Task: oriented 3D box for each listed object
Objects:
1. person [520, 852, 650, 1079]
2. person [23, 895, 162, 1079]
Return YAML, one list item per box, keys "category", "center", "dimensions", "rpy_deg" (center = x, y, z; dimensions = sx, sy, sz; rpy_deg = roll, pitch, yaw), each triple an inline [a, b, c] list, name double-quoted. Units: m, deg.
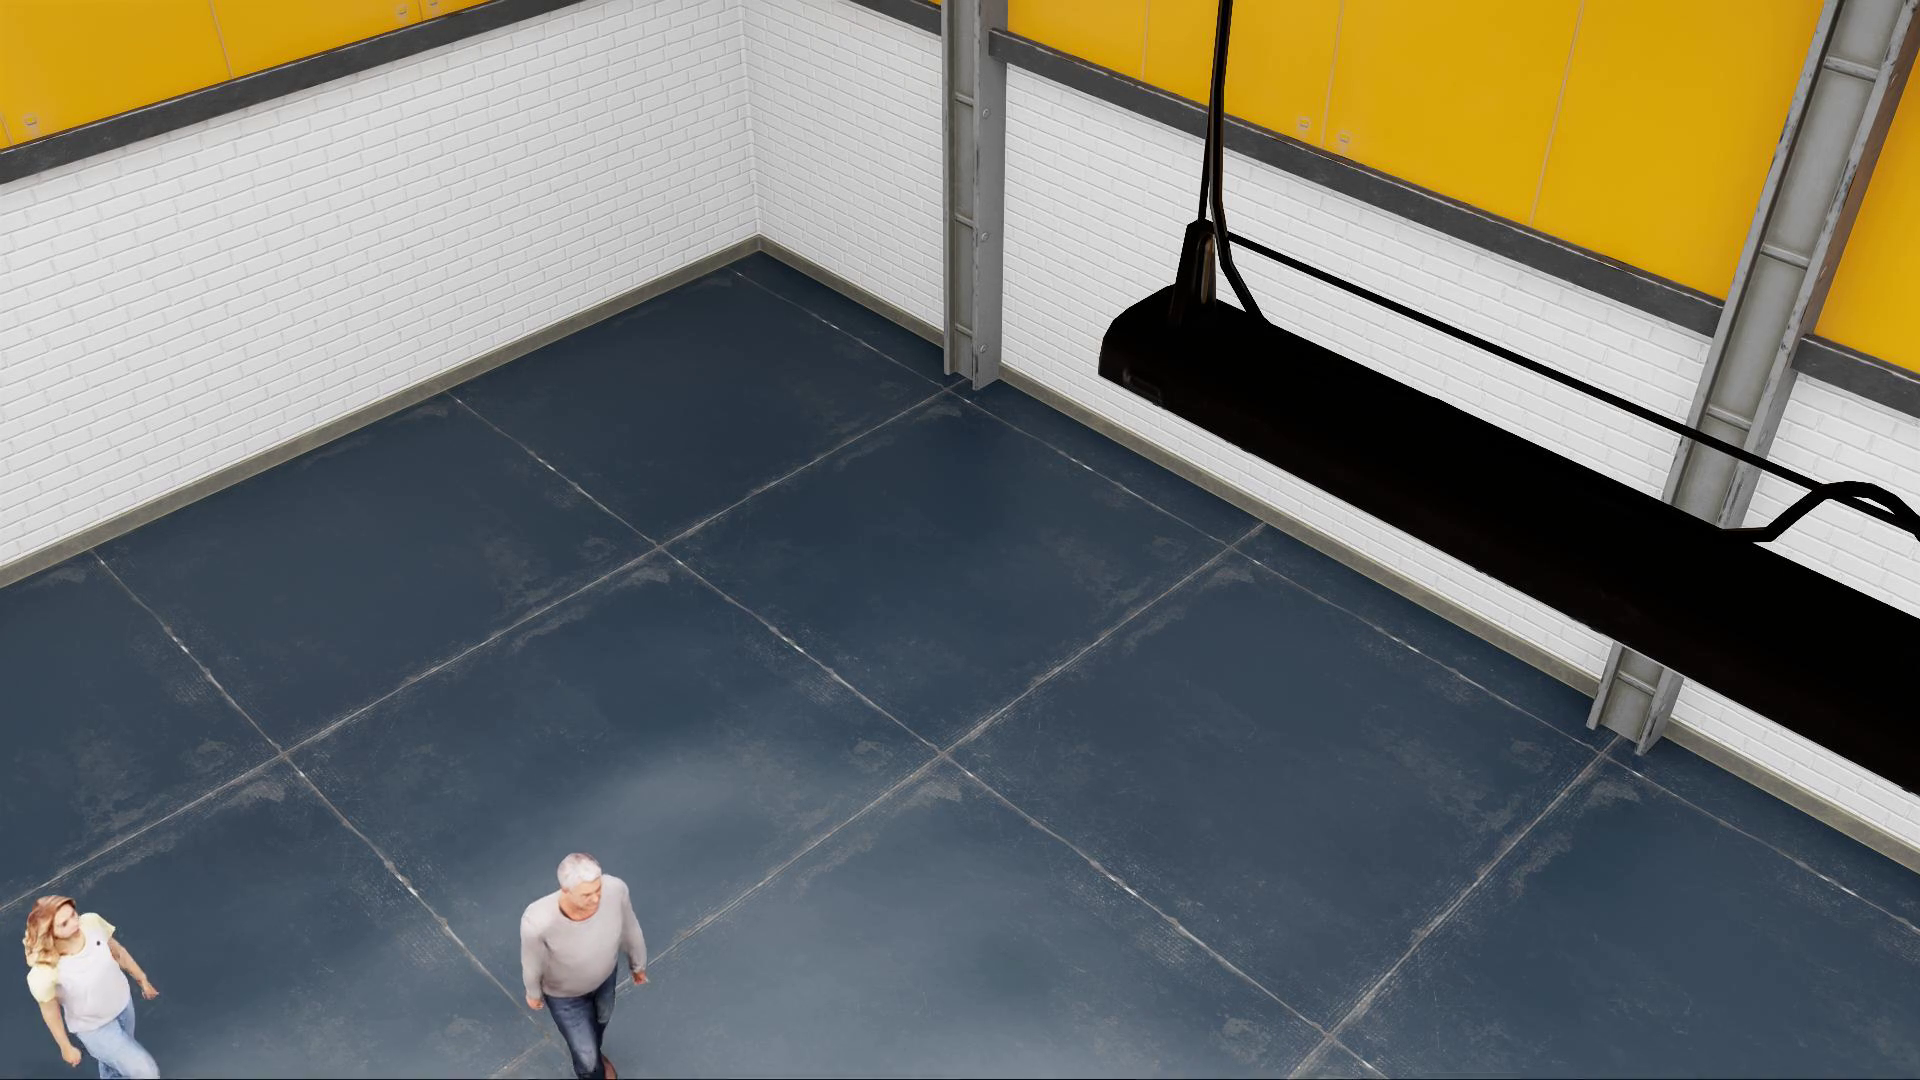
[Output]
- category: "person"
  center: [-1.921, 2.124, 8.258]
  dimensions: [0.778, 1.869, 0.873]
  rpy_deg: [-27, 46, -30]
- category: "person"
  center: [-4.283, 2.316, 8.145]
  dimensions: [0.899, 1.709, 0.829]
  rpy_deg: [6, 39, 7]
